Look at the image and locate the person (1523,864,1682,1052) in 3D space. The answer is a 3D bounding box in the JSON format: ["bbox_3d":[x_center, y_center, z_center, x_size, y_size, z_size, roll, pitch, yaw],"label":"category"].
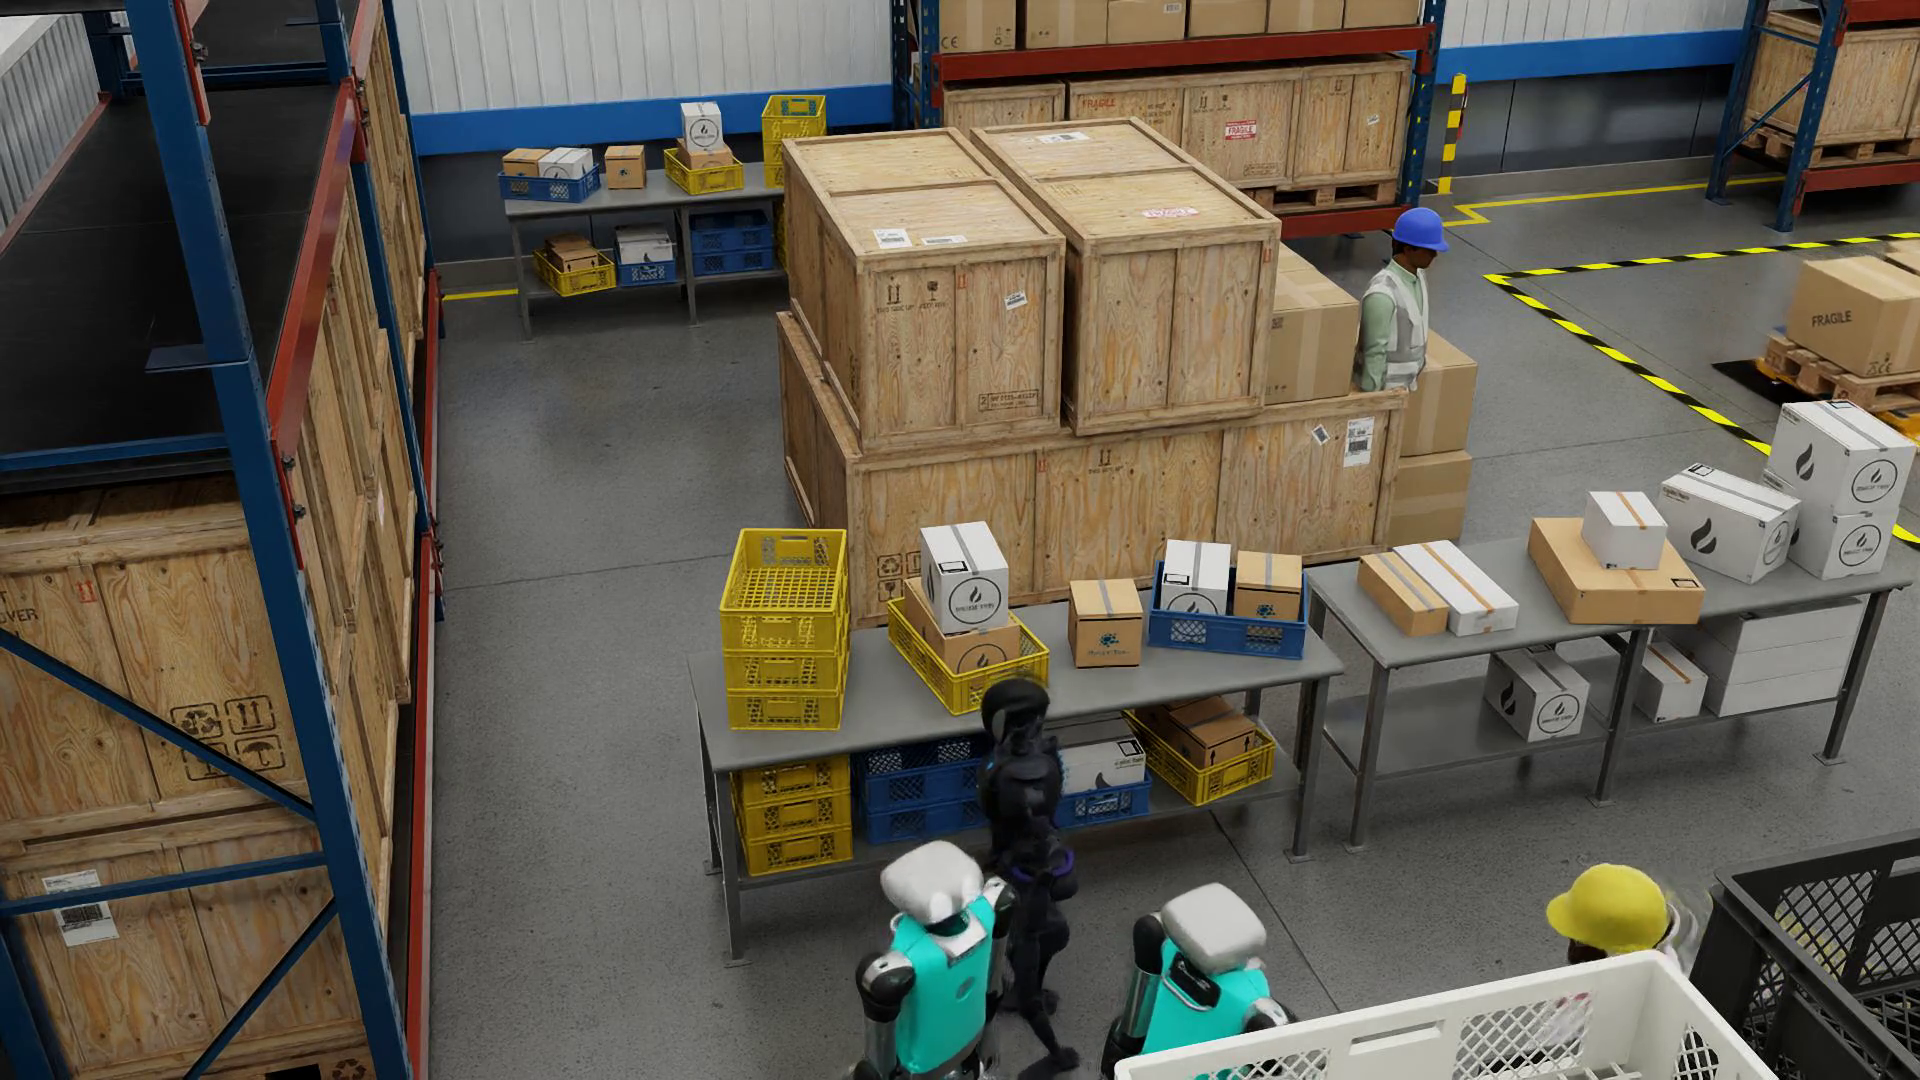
[{"bbox_3d":[1.652,1.590,4.657,0.918,1.776,0.627,14,32,24],"label":"person"}]

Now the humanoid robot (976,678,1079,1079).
[{"bbox_3d":[0.239,1.144,5.592,0.379,1.641,0.643,-6,29,-11],"label":"humanoid robot"}]

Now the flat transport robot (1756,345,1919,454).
[{"bbox_3d":[5.959,-0.967,10.842,0.652,0.197,1.431,-7,30,-13],"label":"flat transport robot"}]

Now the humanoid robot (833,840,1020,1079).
[{"bbox_3d":[-0.212,1.520,4.796,0.701,1.751,0.535,25,37,37],"label":"humanoid robot"}]

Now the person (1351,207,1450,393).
[{"bbox_3d":[2.302,-0.840,8.915,0.411,1.939,0.602,18,34,30],"label":"person"}]

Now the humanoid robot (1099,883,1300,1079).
[{"bbox_3d":[0.394,1.783,4.415,0.860,1.808,0.547,-19,34,-31],"label":"humanoid robot"}]

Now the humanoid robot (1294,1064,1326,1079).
[{"bbox_3d":[1.203,1.892,4.167,0.834,1.758,0.548,-13,32,-23],"label":"humanoid robot"}]

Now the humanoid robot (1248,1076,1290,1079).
[{"bbox_3d":[0.969,1.939,4.087,0.926,1.766,0.542,-10,30,-18],"label":"humanoid robot"}]
